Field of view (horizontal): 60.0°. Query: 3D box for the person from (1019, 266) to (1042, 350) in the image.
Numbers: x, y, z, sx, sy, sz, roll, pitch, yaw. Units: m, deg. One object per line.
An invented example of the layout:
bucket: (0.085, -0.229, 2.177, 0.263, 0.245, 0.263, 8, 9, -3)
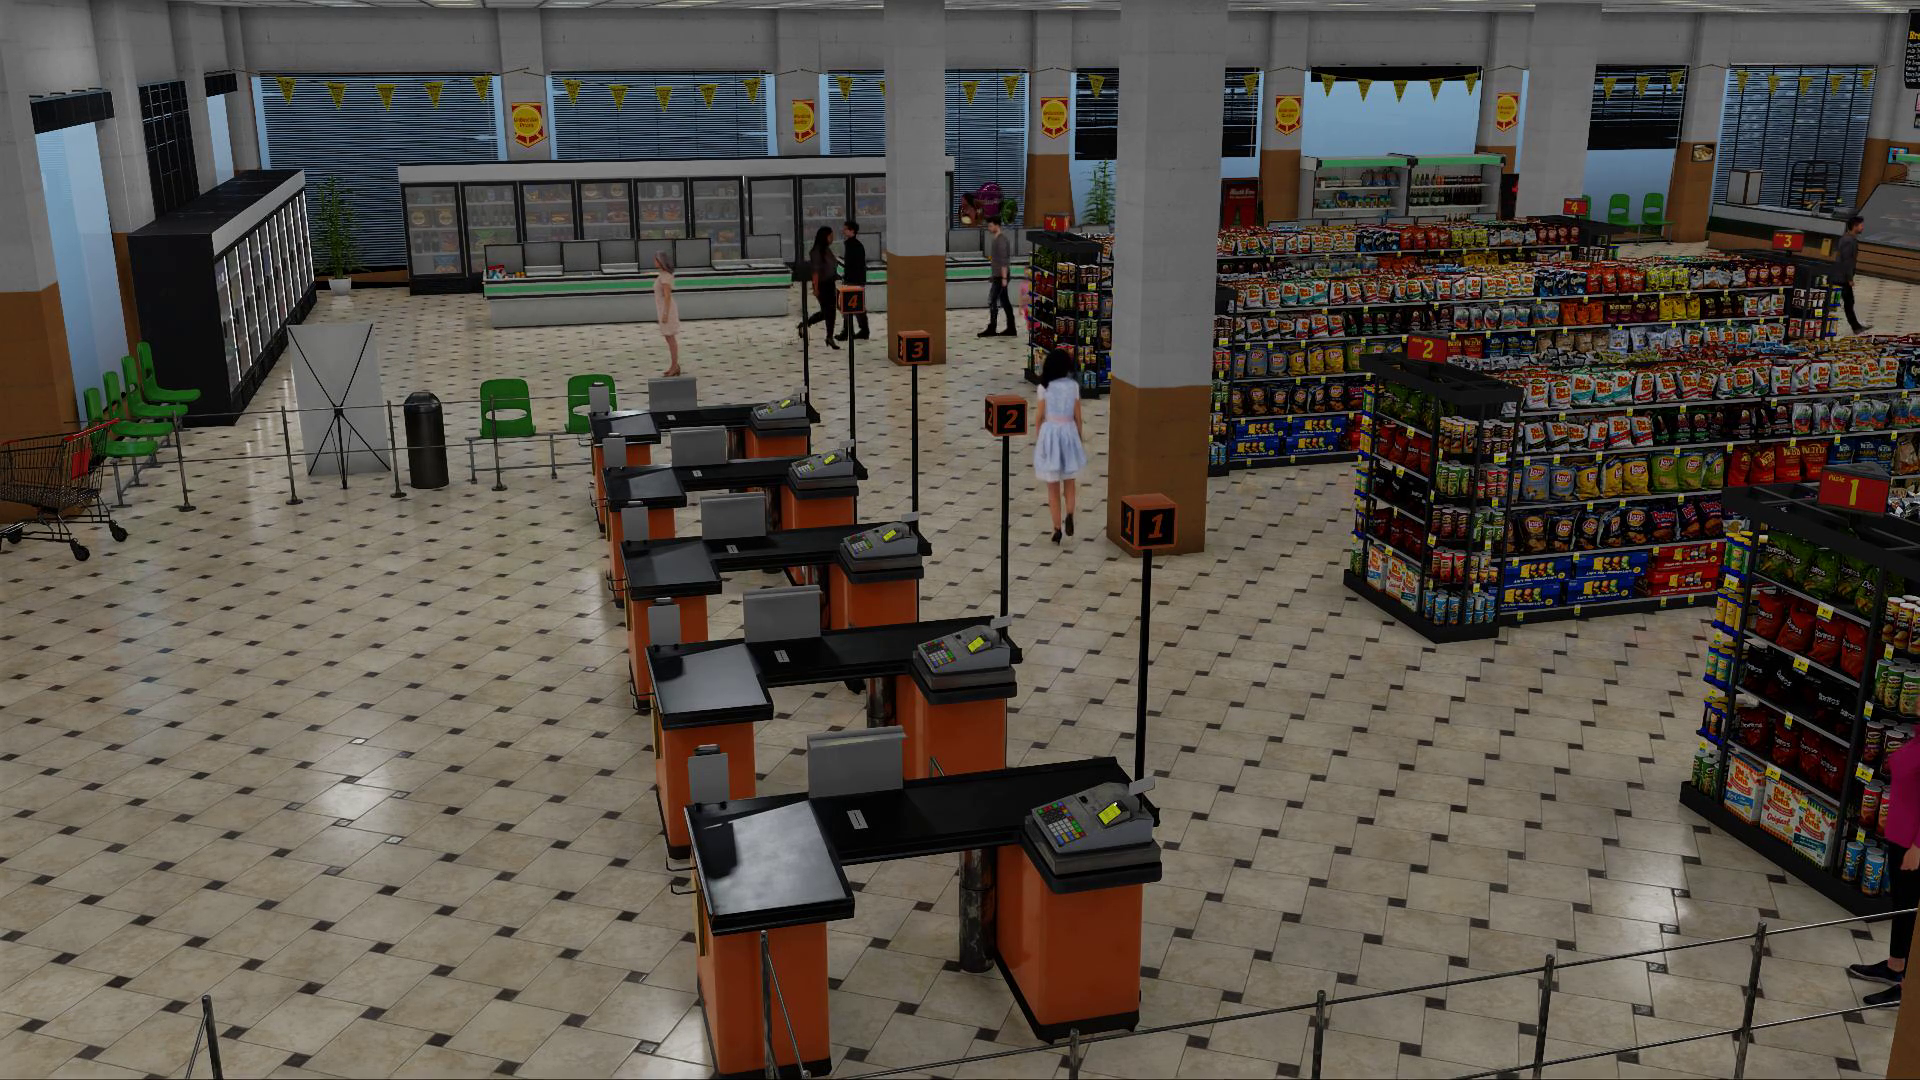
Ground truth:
person: (1.087, -3.476, 24.873, 0.860, 1.239, 0.787, 3, 17, 9)

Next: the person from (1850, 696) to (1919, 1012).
person: (4.581, 1.425, 7.942, 0.722, 1.699, 0.685, 5, 18, 16)

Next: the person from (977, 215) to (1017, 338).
person: (0.718, -4.057, 25.697, 0.910, 1.872, 0.813, -2, 17, -6)

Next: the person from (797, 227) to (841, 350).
person: (-2.105, -3.715, 24.666, 1.003, 1.817, 0.905, 6, 18, 19)

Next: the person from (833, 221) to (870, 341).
person: (-1.519, -3.944, 25.415, 0.800, 1.821, 0.739, -4, 17, -13)

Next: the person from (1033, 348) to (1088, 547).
person: (0.909, -0.813, 15.143, 0.749, 1.798, 0.784, -2, 17, -6)

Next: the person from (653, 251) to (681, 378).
person: (-3.998, -3.093, 22.760, 0.612, 1.734, 0.639, -1, 17, -4)

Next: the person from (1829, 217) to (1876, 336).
person: (13.569, -4.054, 25.758, 1.224, 1.833, 1.116, 7, 18, 22)

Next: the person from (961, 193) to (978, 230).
person: (0.264, -5.540, 30.861, 1.066, 1.710, 0.565, -5, 18, -16)
